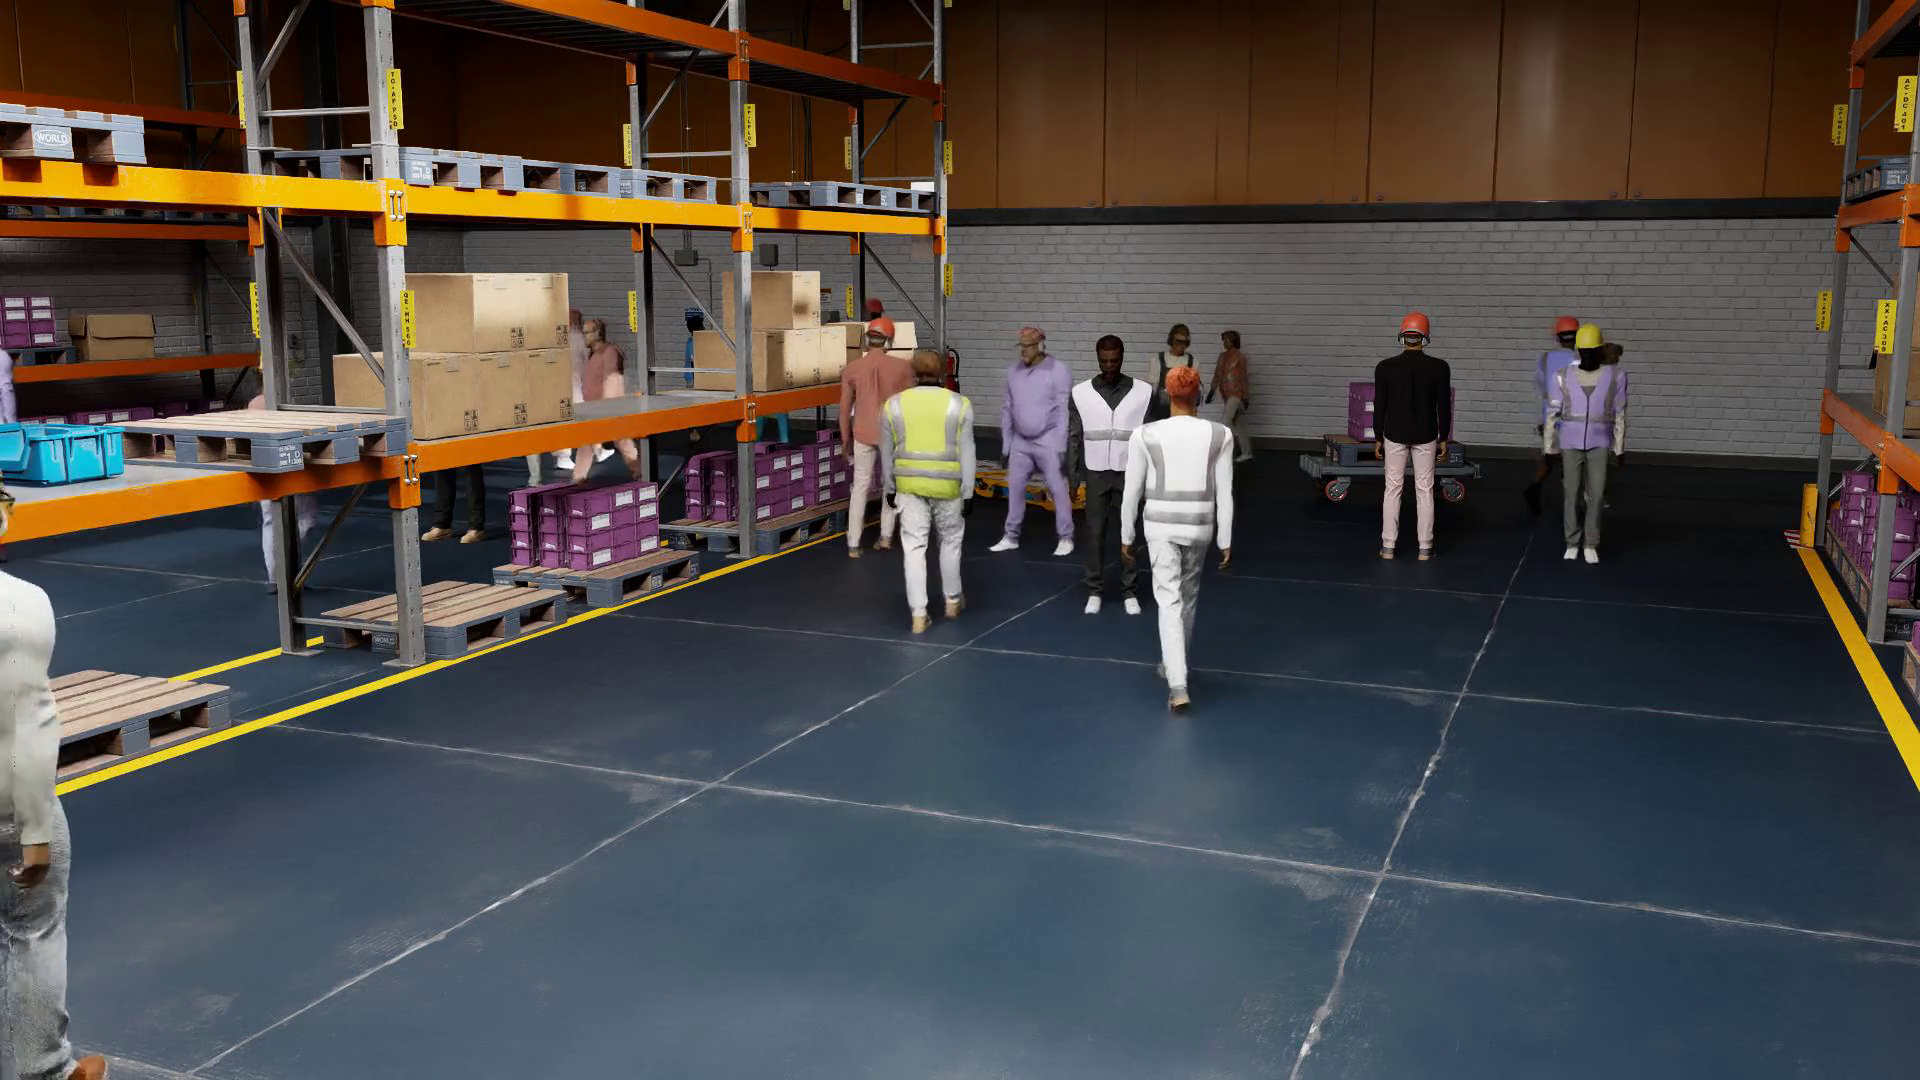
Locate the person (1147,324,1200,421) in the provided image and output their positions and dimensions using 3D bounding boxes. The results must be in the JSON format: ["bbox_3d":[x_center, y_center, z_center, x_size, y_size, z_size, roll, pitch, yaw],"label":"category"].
[{"bbox_3d":[2.056,-1.218,16.314,0.548,1.817,0.655,0,9,1],"label":"person"}]

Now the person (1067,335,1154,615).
[{"bbox_3d":[1.025,-0.442,11.342,0.601,1.907,0.411,0,9,1],"label":"person"}]

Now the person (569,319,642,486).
[{"bbox_3d":[-3.591,-1.303,16.759,1.050,1.849,0.633,-8,13,-42],"label":"person"}]

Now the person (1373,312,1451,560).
[{"bbox_3d":[3.634,-0.829,13.401,0.612,1.995,0.376,3,10,16],"label":"person"}]

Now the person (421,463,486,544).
[{"bbox_3d":[-4.340,-0.981,14.185,0.682,2.000,0.536,4,10,21],"label":"person"}]

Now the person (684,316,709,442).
[{"bbox_3d":[-3.555,-2.169,22.428,0.317,1.696,0.538,-1,9,-5],"label":"person"}]

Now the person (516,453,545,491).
[{"bbox_3d":[-4.500,-1.372,17.229,0.403,1.825,0.585,-3,10,-17],"label":"person"}]

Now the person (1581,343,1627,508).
[{"bbox_3d":[6.287,-1.111,16.226,0.543,1.619,0.383,-5,11,-29],"label":"person"}]

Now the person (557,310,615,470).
[{"bbox_3d":[-4.401,-1.762,19.481,0.711,1.842,0.990,7,12,37],"label":"person"}]

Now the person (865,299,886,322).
[{"bbox_3d":[-1.177,-2.162,21.678,1.046,1.939,0.618,7,12,38],"label":"person"}]

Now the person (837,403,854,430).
[{"bbox_3d":[-1.400,-1.778,20.142,0.550,1.651,0.837,-7,12,-37],"label":"person"}]

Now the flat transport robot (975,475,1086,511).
[{"bbox_3d":[0.811,-0.489,16.558,0.652,0.197,1.431,-6,11,-32],"label":"flat transport robot"}]

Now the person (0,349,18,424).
[{"bbox_3d":[-8.721,-1.037,14.841,0.655,1.932,0.379,1,9,6],"label":"person"}]

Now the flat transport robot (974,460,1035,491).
[{"bbox_3d":[0.206,-0.703,17.852,0.652,0.197,1.431,-5,10,-26],"label":"flat transport robot"}]

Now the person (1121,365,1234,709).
[{"bbox_3d":[1.184,-0.029,9.055,0.591,1.839,0.970,-1,9,-4],"label":"person"}]

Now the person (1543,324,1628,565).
[{"bbox_3d":[4.949,-0.748,13.197,0.612,1.899,0.737,4,10,22],"label":"person"}]

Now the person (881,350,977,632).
[{"bbox_3d":[-0.185,-0.344,11.011,0.650,1.809,0.861,1,9,9],"label":"person"}]

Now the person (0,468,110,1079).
[{"bbox_3d":[-2.645,0.709,4.343,0.631,1.910,0.775,1,9,8],"label":"person"}]

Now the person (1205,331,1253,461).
[{"bbox_3d":[3.209,-1.708,19.947,0.879,1.591,0.519,-3,10,-20],"label":"person"}]

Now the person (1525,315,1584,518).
[{"bbox_3d":[5.610,-1.134,15.523,0.607,1.913,0.568,-8,12,-40],"label":"person"}]

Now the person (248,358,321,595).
[{"bbox_3d":[-4.873,-0.478,11.978,0.545,1.752,0.377,5,11,28],"label":"person"}]

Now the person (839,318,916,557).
[{"bbox_3d":[-0.663,-0.835,13.617,0.650,1.940,0.576,0,9,3],"label":"person"}]

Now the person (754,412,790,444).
[{"bbox_3d":[-2.311,-1.872,20.397,0.555,1.794,0.980,-4,10,-24],"label":"person"}]

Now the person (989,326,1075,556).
[{"bbox_3d":[0.621,-0.815,13.661,0.675,1.896,0.404,7,11,35],"label":"person"}]
